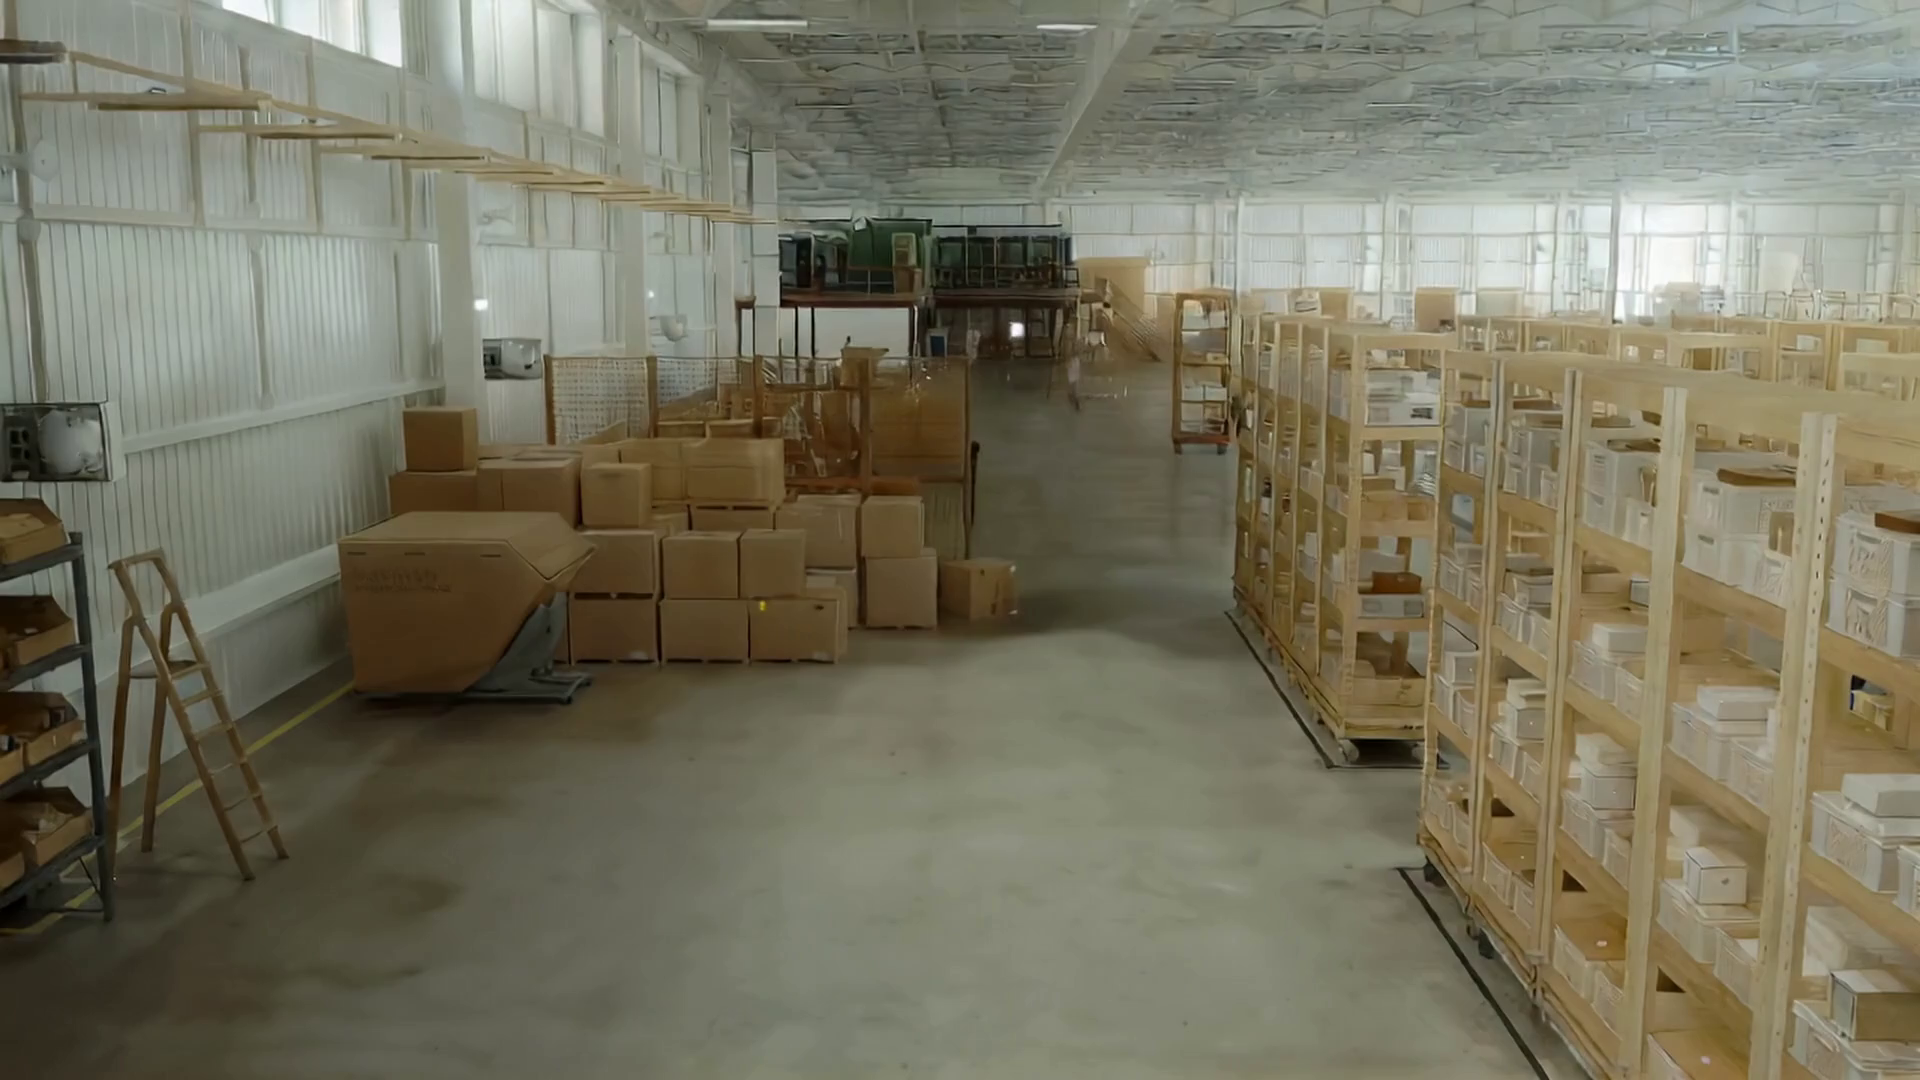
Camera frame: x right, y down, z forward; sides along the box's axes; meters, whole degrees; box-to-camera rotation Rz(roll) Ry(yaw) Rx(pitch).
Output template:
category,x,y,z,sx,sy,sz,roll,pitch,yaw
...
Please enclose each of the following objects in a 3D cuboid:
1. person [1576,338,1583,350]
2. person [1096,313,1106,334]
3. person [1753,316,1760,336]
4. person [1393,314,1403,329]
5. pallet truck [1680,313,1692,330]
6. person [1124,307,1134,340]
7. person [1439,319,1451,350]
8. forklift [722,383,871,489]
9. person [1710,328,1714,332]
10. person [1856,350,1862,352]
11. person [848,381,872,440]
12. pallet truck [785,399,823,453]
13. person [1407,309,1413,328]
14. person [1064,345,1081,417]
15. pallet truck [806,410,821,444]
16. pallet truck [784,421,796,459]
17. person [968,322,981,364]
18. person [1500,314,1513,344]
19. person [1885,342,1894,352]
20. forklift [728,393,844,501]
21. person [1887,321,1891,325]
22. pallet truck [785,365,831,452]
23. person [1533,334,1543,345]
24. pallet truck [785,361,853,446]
category,x,y,z,sx,sy,sz,roll,pitch,yaw
person,24.810,-7.807,67.302,0.683,2.000,0.537,2,9,13
person,7.935,-11.974,93.655,0.443,1.830,0.656,-5,11,-30
person,42.189,-11.007,88.138,0.454,1.685,0.536,0,9,3
person,21.870,-10.318,83.109,0.373,1.940,0.628,-5,10,-27
pallet truck,36.315,-10.531,84.244,0.823,1.965,1.885,-6,11,-33
person,9.957,-12.745,98.052,0.601,1.948,0.386,-4,10,-22
person,22.063,-9.115,75.723,0.546,1.928,0.385,5,10,27
forklift,-2.893,-1.687,28.729,2.680,1.987,1.157,0,9,-1
person,32.523,-8.438,71.759,0.477,1.857,0.547,-8,12,-42
person,27.064,-4.874,50.203,0.537,1.720,0.924,2,9,11
person,-2.097,-2.337,34.122,0.640,1.865,0.975,-8,12,-41
pallet truck,-3.814,-2.432,36.419,1.630,1.274,0.653,0,9,1
person,25.596,-12.177,94.651,0.397,1.919,0.585,6,11,31
person,3.173,-4.459,46.671,0.420,2.032,0.633,-3,10,-18
pallet truck,-3.559,-2.018,33.905,1.522,1.261,0.704,0,9,-1
pallet truck,-4.013,-1.793,32.705,1.601,1.201,0.680,0,9,1
person,0.628,-8.680,73.222,0.598,1.867,0.422,0,9,-1
person,29.313,-11.238,89.221,0.872,1.814,0.622,-4,10,-22
person,32.802,-6.325,58.400,0.625,1.966,0.364,6,11,33
forklift,-2.979,-1.316,26.476,2.680,1.987,1.157,0,9,1
person,42.037,-8.961,75.120,0.548,1.825,0.509,-4,10,-25
pallet truck,-3.774,-2.976,37.635,1.885,1.965,0.823,1,9,5
person,23.578,-7.860,68.011,0.466,1.920,0.566,-2,9,-10
pallet truck,-3.410,-3.193,38.978,1.885,1.965,0.823,0,9,-1
